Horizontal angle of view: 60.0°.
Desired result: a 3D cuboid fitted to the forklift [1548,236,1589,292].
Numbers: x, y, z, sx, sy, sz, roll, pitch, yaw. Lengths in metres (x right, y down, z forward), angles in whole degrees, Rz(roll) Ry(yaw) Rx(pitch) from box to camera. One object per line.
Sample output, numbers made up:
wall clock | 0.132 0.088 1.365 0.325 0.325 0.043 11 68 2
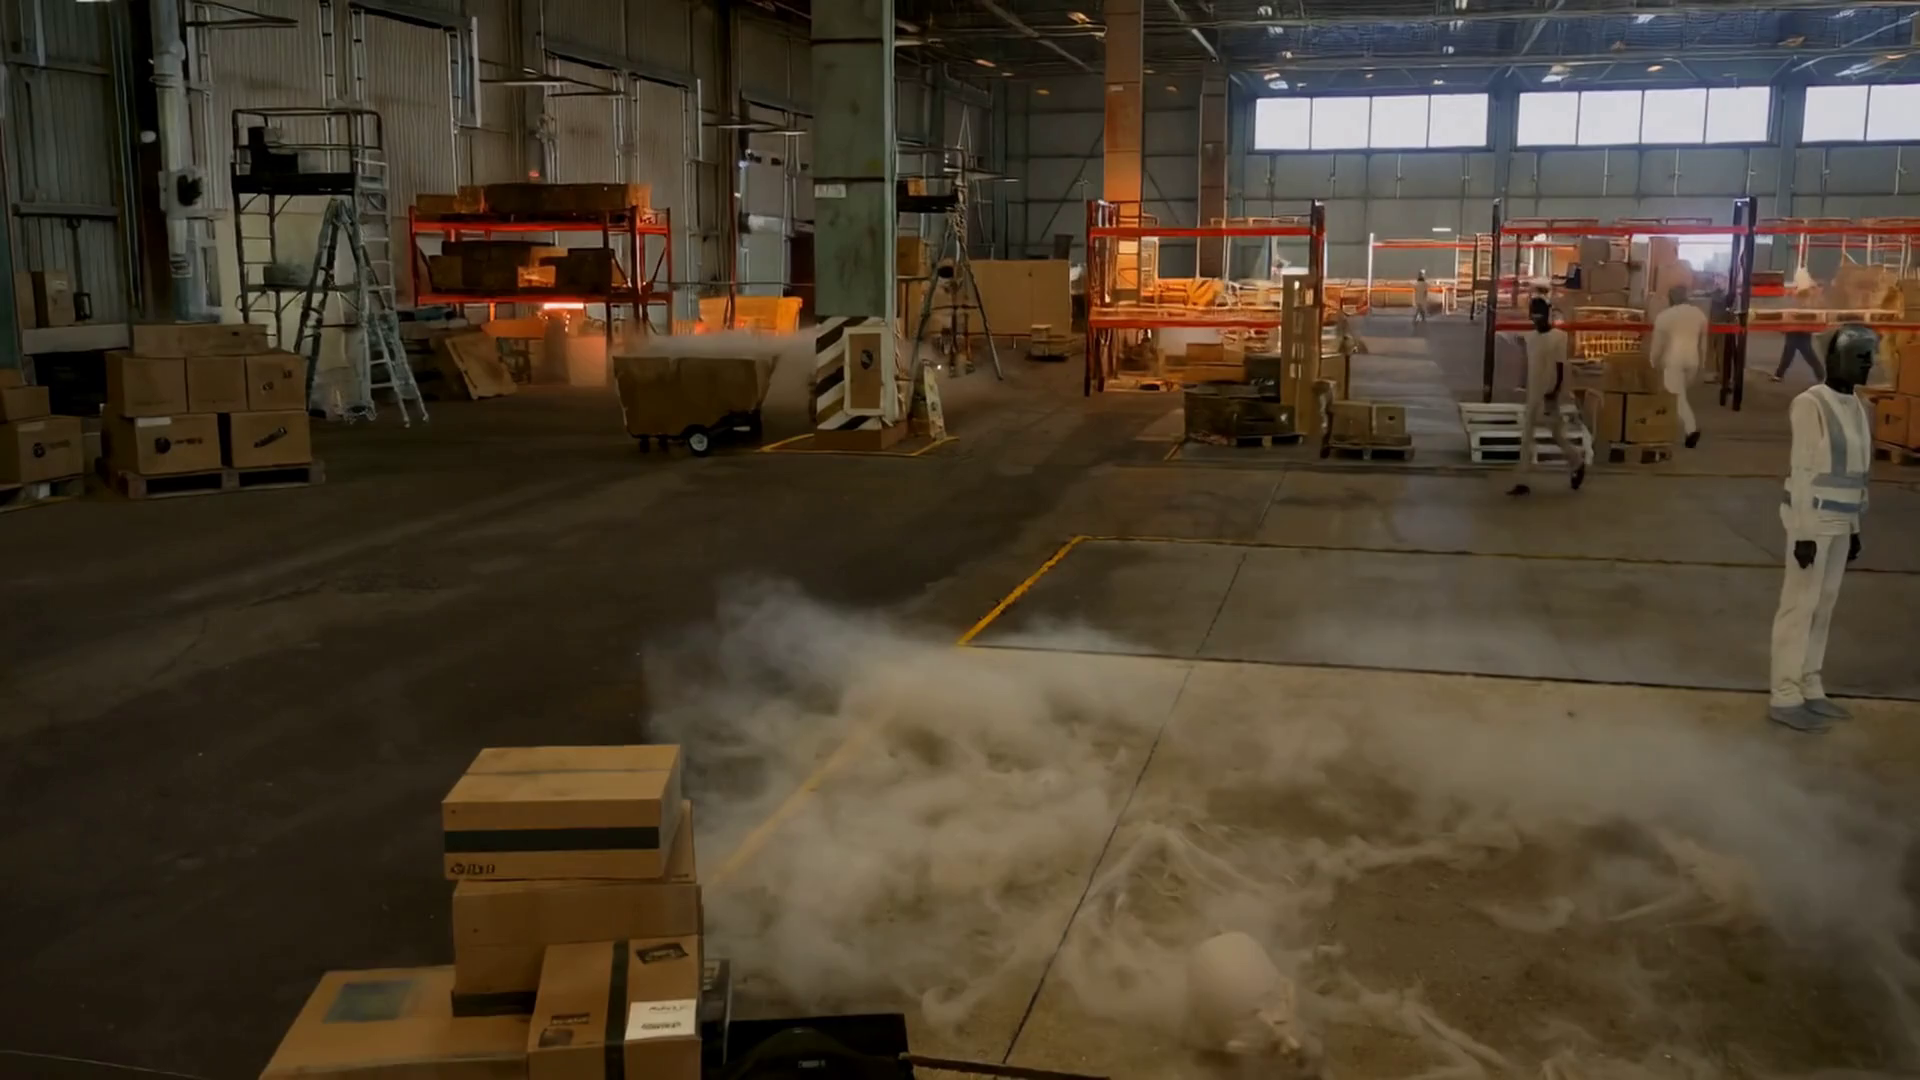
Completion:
forklift | 19.304 -8.073 51.935 1.873 2.768 1.129 2 10 11

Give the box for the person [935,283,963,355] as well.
person | -0.275 -5.064 37.112 0.574 1.907 0.708 -7 12 -36

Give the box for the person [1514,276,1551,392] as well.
person | 9.389 -3.328 26.953 1.001 1.869 0.616 -5 11 -25

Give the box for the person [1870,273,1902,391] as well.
person | 15.149 -3.385 27.151 0.367 1.932 0.622 6 11 31

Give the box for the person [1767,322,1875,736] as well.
person | 3.989 -0.056 7.669 0.573 1.883 0.359 -8 12 -39

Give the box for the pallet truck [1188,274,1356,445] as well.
pallet truck | 3.653 -2.138 19.590 1.885 1.965 0.823 -4 10 -20

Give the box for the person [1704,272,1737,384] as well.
person | 13.108 -3.639 28.646 0.370 1.932 0.623 -1 10 -5

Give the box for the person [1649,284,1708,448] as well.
person | 8.339 -2.013 19.216 0.628 1.887 1.010 -2 10 -13

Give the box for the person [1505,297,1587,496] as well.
person | 5.428 -1.323 15.304 0.899 1.835 0.505 -7 12 -34

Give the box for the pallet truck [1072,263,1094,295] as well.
pallet truck | 4.325 -8.180 55.162 0.823 1.965 1.885 6 11 31

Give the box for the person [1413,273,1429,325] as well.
person | 14.974 -7.829 54.011 0.530 1.689 0.322 -2 10 -12

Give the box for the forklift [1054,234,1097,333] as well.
forklift | 2.933 -7.338 47.611 1.873 2.768 1.129 2 10 14

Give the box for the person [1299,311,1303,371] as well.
person | 6.677 -4.092 31.871 0.321 1.736 0.485 7 12 35

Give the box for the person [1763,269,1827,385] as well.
person | 14.452 -3.675 28.508 1.008 2.000 0.698 5 11 28
